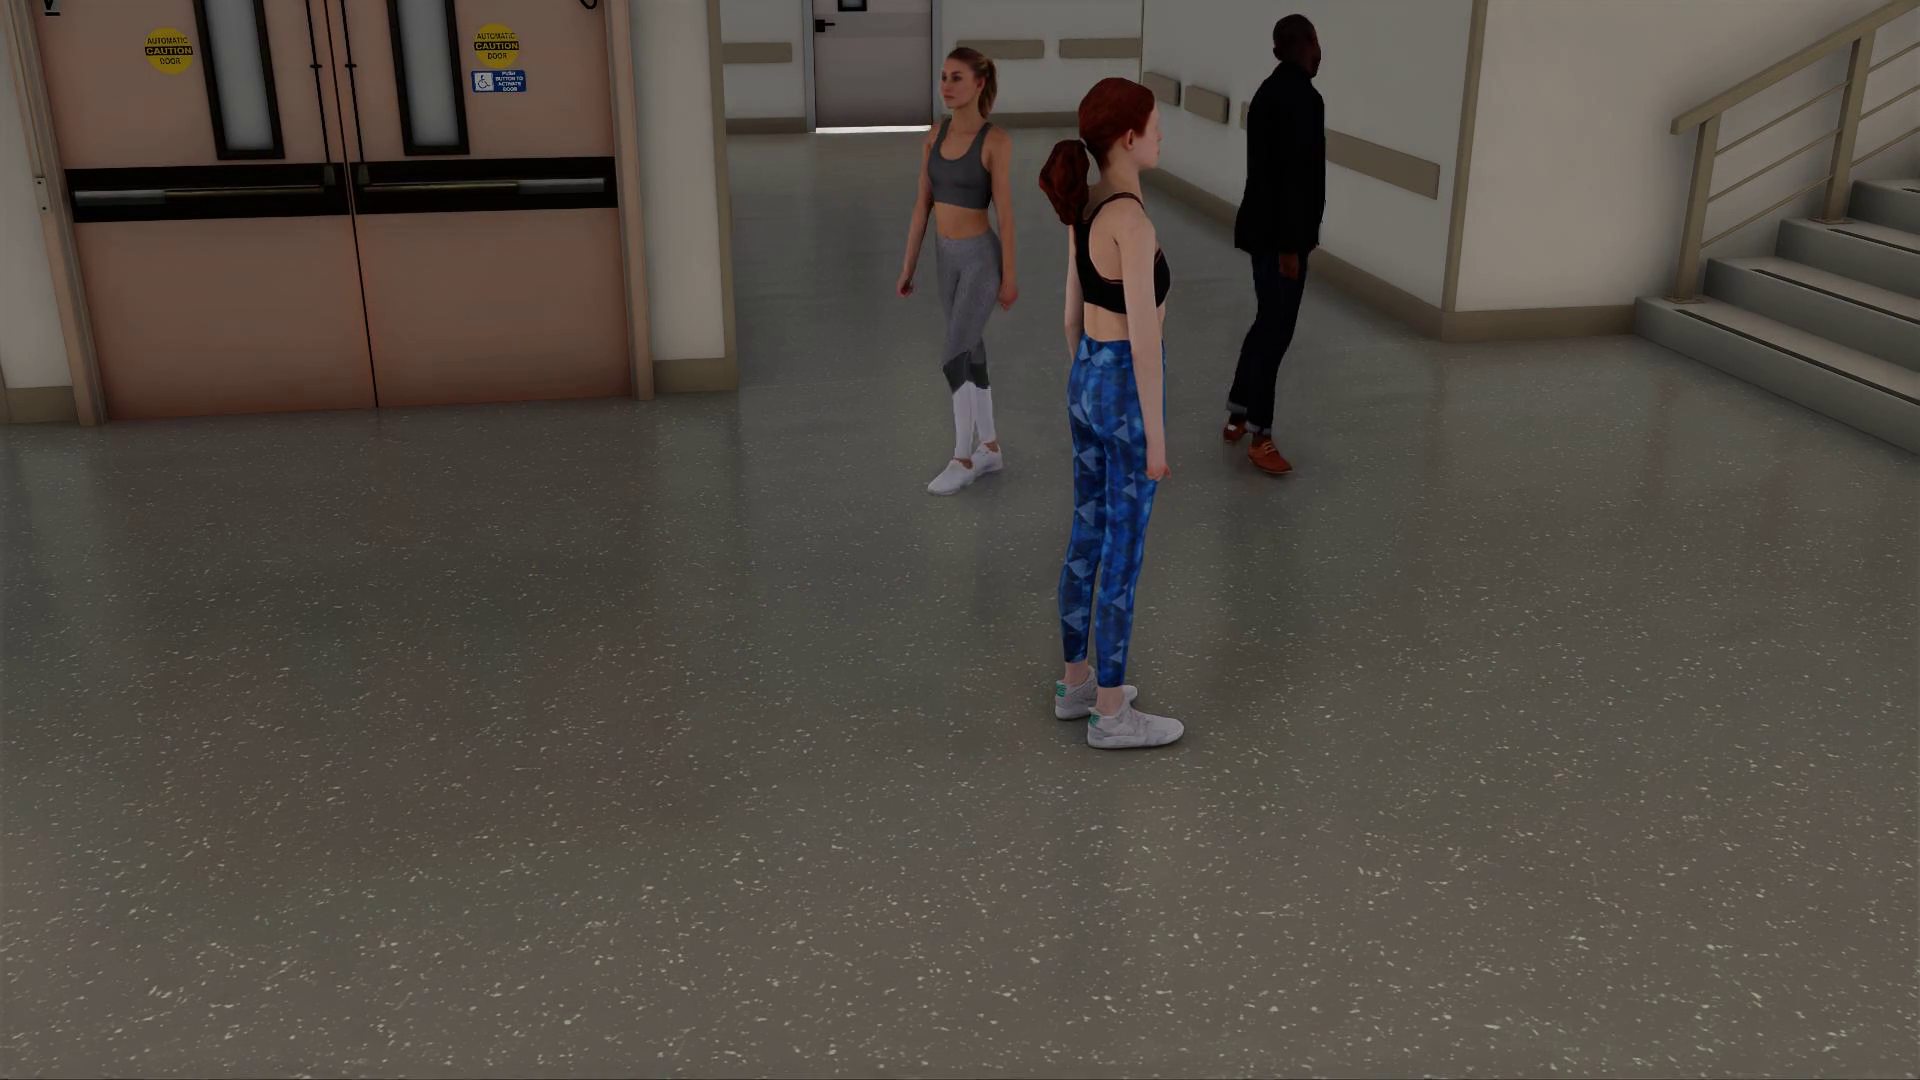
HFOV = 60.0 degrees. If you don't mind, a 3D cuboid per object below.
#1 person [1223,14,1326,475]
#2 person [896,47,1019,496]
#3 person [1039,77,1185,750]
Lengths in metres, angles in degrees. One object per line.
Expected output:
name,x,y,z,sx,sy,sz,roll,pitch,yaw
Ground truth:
person,1.273,-1.177,6.713,0.722,1.787,0.882,8,22,19
person,0.087,-1.055,6.534,0.883,1.687,0.792,-19,28,-40
person,0.411,-0.310,4.429,0.651,1.785,0.622,-8,22,-21
